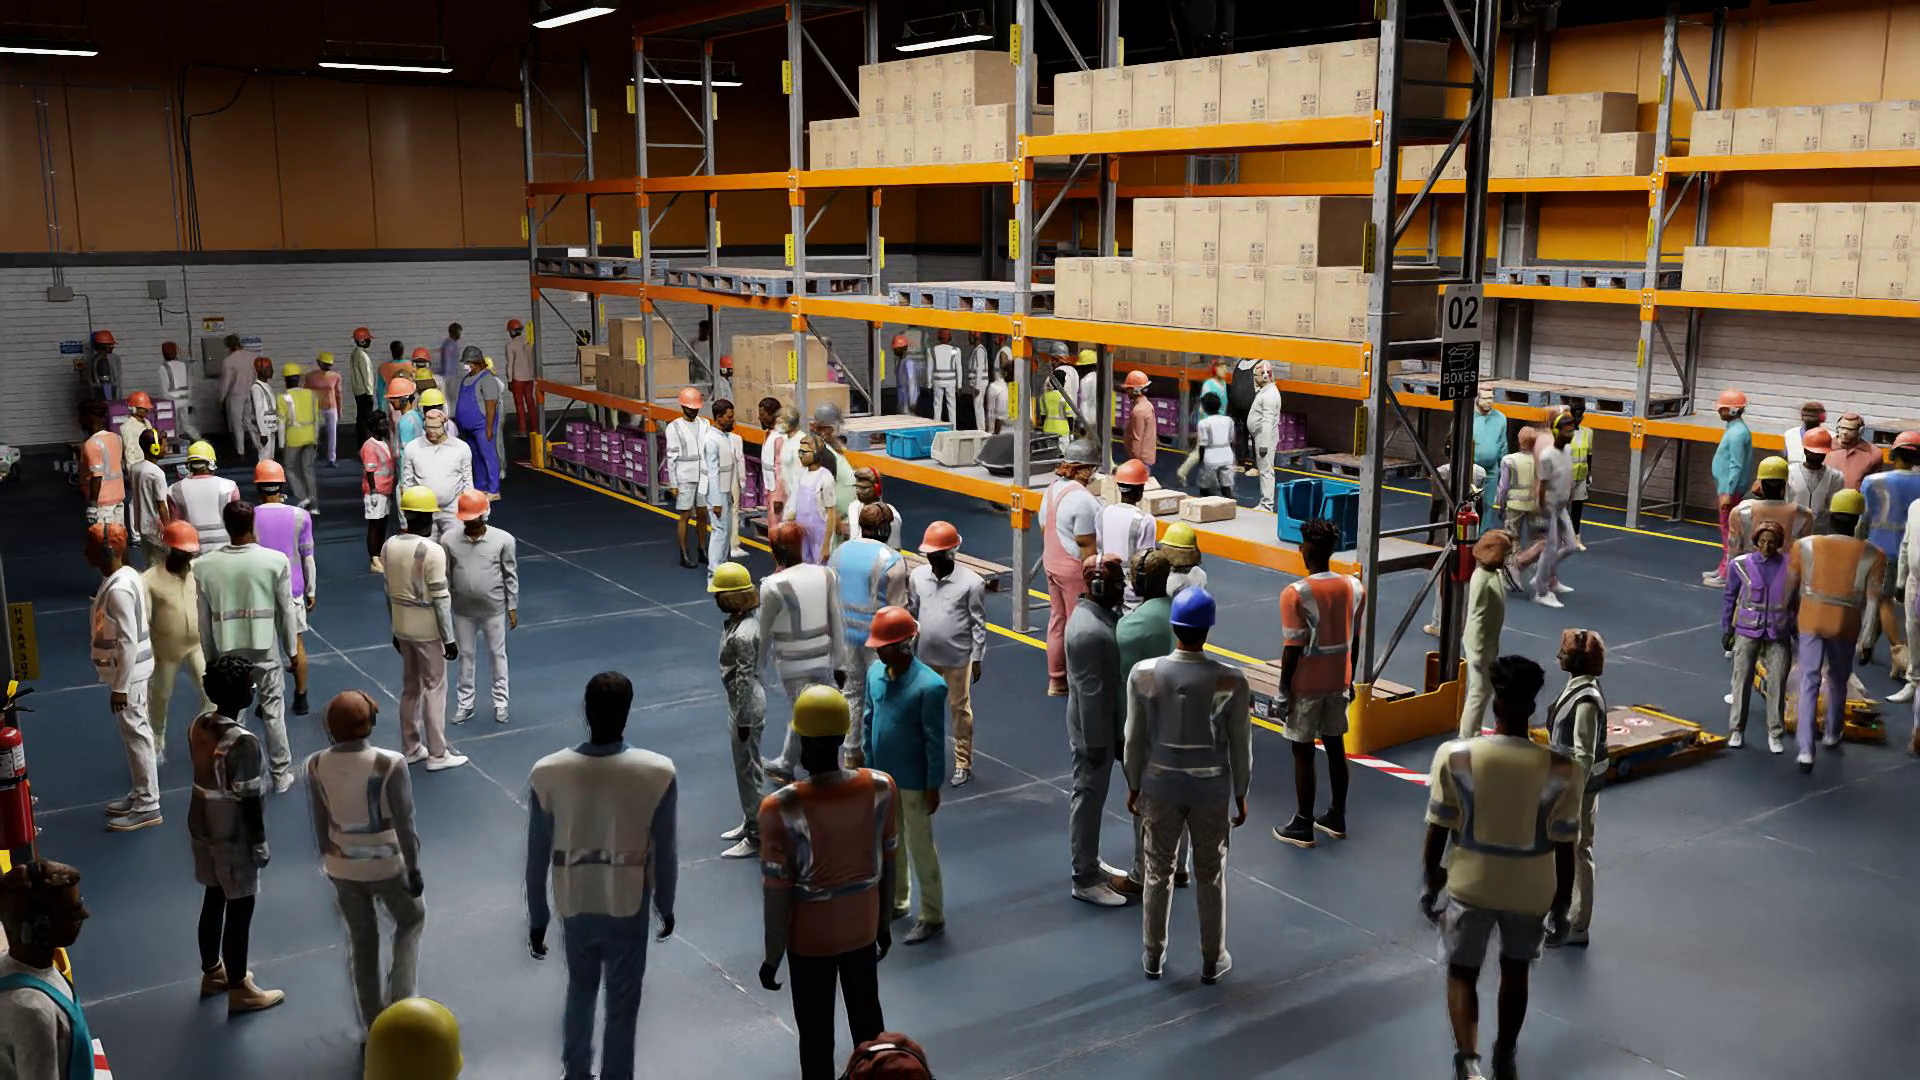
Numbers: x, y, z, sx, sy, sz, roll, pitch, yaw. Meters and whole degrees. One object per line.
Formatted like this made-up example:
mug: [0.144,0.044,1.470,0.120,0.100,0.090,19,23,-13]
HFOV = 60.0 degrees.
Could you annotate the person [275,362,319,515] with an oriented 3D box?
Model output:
person: [-8.180,-1.231,20.510,0.469,1.903,0.662,6,13,29]

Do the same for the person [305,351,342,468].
person: [-9.400,-1.936,24.533,0.546,1.735,0.632,-7,13,-33]

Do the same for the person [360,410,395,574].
person: [-6.042,-0.505,17.317,0.322,1.697,0.533,0,11,2]

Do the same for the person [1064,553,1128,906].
person: [0.768,1.007,9.041,0.407,1.910,0.640,1,11,8]

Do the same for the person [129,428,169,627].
person: [-7.073,-0.060,14.649,0.523,1.856,0.342,8,14,36]

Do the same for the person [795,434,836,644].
person: [-1.259,0.002,14.346,0.345,1.846,0.507,-8,14,-37]

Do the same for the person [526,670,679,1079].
person: [-1.422,1.475,6.699,0.594,1.894,0.459,0,11,0]

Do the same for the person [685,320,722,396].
person: [-4.377,-2.800,28.468,0.702,1.938,0.512,-2,11,-9]

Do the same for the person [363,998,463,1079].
person: [-1.242,1.997,3.922,0.585,1.928,0.369,-3,12,-17]

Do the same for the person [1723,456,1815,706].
person: [6.025,0.331,12.447,0.587,1.928,0.362,3,11,14]

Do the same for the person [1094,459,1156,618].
person: [1.237,0.366,12.260,0.544,1.931,0.385,11,15,44]

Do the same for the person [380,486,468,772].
person: [-3.602,0.592,11.151,0.597,1.914,0.400,8,14,35]

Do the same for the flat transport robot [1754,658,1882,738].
flat transport robot: [6.404,1.160,12.458,0.652,0.197,1.431,4,12,18]

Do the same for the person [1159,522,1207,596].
person: [1.417,0.742,10.818,0.295,1.744,0.484,7,13,33]

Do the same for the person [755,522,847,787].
person: [-1.042,0.783,10.371,0.951,1.830,0.574,9,14,37]

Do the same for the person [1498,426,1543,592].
person: [5.567,-0.299,16.409,0.514,1.641,0.315,1,11,6]

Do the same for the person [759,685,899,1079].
person: [-0.512,1.504,6.445,0.585,1.928,0.379,-7,13,-31]

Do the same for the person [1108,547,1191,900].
person: [1.058,0.994,9.060,0.629,1.931,0.378,-11,15,-43]

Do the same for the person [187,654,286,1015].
person: [-3.408,1.365,7.781,0.538,1.689,0.326,10,15,41]

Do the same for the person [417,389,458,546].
person: [-5.412,-0.608,17.254,0.370,1.925,0.595,2,11,9]

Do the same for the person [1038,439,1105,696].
person: [0.913,0.233,12.661,0.537,2.000,0.675,-5,12,-23]

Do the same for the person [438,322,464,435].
person: [-8.555,-2.699,28.003,0.482,1.909,0.643,-4,12,-18]

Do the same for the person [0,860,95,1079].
person: [-2.714,1.842,4.967,0.341,1.839,0.501,-7,13,-30]

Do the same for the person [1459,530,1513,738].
person: [3.532,0.726,11.208,0.282,1.625,0.515,6,13,29]

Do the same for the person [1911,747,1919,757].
person: [6.784,0.524,11.263,0.504,2.003,0.636,-2,11,-9]

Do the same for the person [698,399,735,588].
person: [-2.389,-0.451,16.521,0.404,1.906,0.598,1,11,3]

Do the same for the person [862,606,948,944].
person: [-0.311,1.188,8.554,0.354,1.737,0.574,-11,15,-44]

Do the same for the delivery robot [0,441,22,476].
delivery robot: [-13.415,-1.145,23.286,0.477,0.478,0.707,-3,11,-16]

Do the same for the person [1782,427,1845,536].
person: [7.231,-0.012,14.222,0.549,1.926,0.388,4,12,18]

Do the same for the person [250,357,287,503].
person: [-8.965,-1.416,21.499,0.341,1.883,0.587,-2,11,-12]

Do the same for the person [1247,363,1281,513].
person: [3.735,-1.230,20.516,0.399,1.900,0.644,1,11,7]

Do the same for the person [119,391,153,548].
person: [-9.162,-0.796,18.668,0.341,1.747,0.570,0,11,-2]

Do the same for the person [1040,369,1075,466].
person: [1.287,-1.399,21.894,0.534,1.697,0.318,9,14,38]

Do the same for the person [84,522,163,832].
person: [-5.072,0.817,10.076,0.353,1.883,0.573,-5,12,-25]

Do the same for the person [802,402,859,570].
person: [-1.195,-0.296,15.367,0.543,2.000,0.709,1,11,5]

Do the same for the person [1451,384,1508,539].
person: [5.631,-0.744,18.028,0.645,1.901,0.399,-2,11,-10]

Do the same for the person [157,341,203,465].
person: [-11.557,-2.016,24.654,0.761,1.863,0.571,5,12,24]

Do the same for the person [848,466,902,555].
person: [-0.627,0.340,12.647,0.407,1.831,0.576,-8,14,-36]

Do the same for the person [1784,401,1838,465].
person: [8.655,-0.501,16.951,0.385,1.837,0.568,-9,14,-38]

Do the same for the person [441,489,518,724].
person: [-3.513,0.484,12.140,0.562,1.741,0.345,-1,11,-4]

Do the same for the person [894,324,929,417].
person: [-0.912,-3.247,30.809,0.644,1.901,0.956,-3,11,-14]

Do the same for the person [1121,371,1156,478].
person: [1.989,-0.898,18.602,0.408,1.987,0.613,3,11,15]

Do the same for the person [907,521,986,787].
person: [-0.113,0.734,10.837,0.572,1.747,0.335,5,12,26]

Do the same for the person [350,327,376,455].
person: [-9.164,-2.275,25.613,0.382,1.995,0.612,-8,13,-35]

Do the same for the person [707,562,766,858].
person: [-1.285,0.979,9.639,0.321,1.737,0.487,-2,11,-9]

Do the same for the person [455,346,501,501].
person: [-6.294,-1.524,21.653,0.535,2.000,0.684,-11,15,-43]

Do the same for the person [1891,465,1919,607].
person: [9.126,-0.263,15.701,0.520,1.844,0.330,0,11,-2]

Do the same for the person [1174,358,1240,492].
person: [3.334,-1.555,22.415,0.869,1.816,0.575,8,14,35]

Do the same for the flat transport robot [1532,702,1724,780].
flat transport robot: [4.494,1.370,11.382,1.431,0.197,0.652,-6,13,-30]
